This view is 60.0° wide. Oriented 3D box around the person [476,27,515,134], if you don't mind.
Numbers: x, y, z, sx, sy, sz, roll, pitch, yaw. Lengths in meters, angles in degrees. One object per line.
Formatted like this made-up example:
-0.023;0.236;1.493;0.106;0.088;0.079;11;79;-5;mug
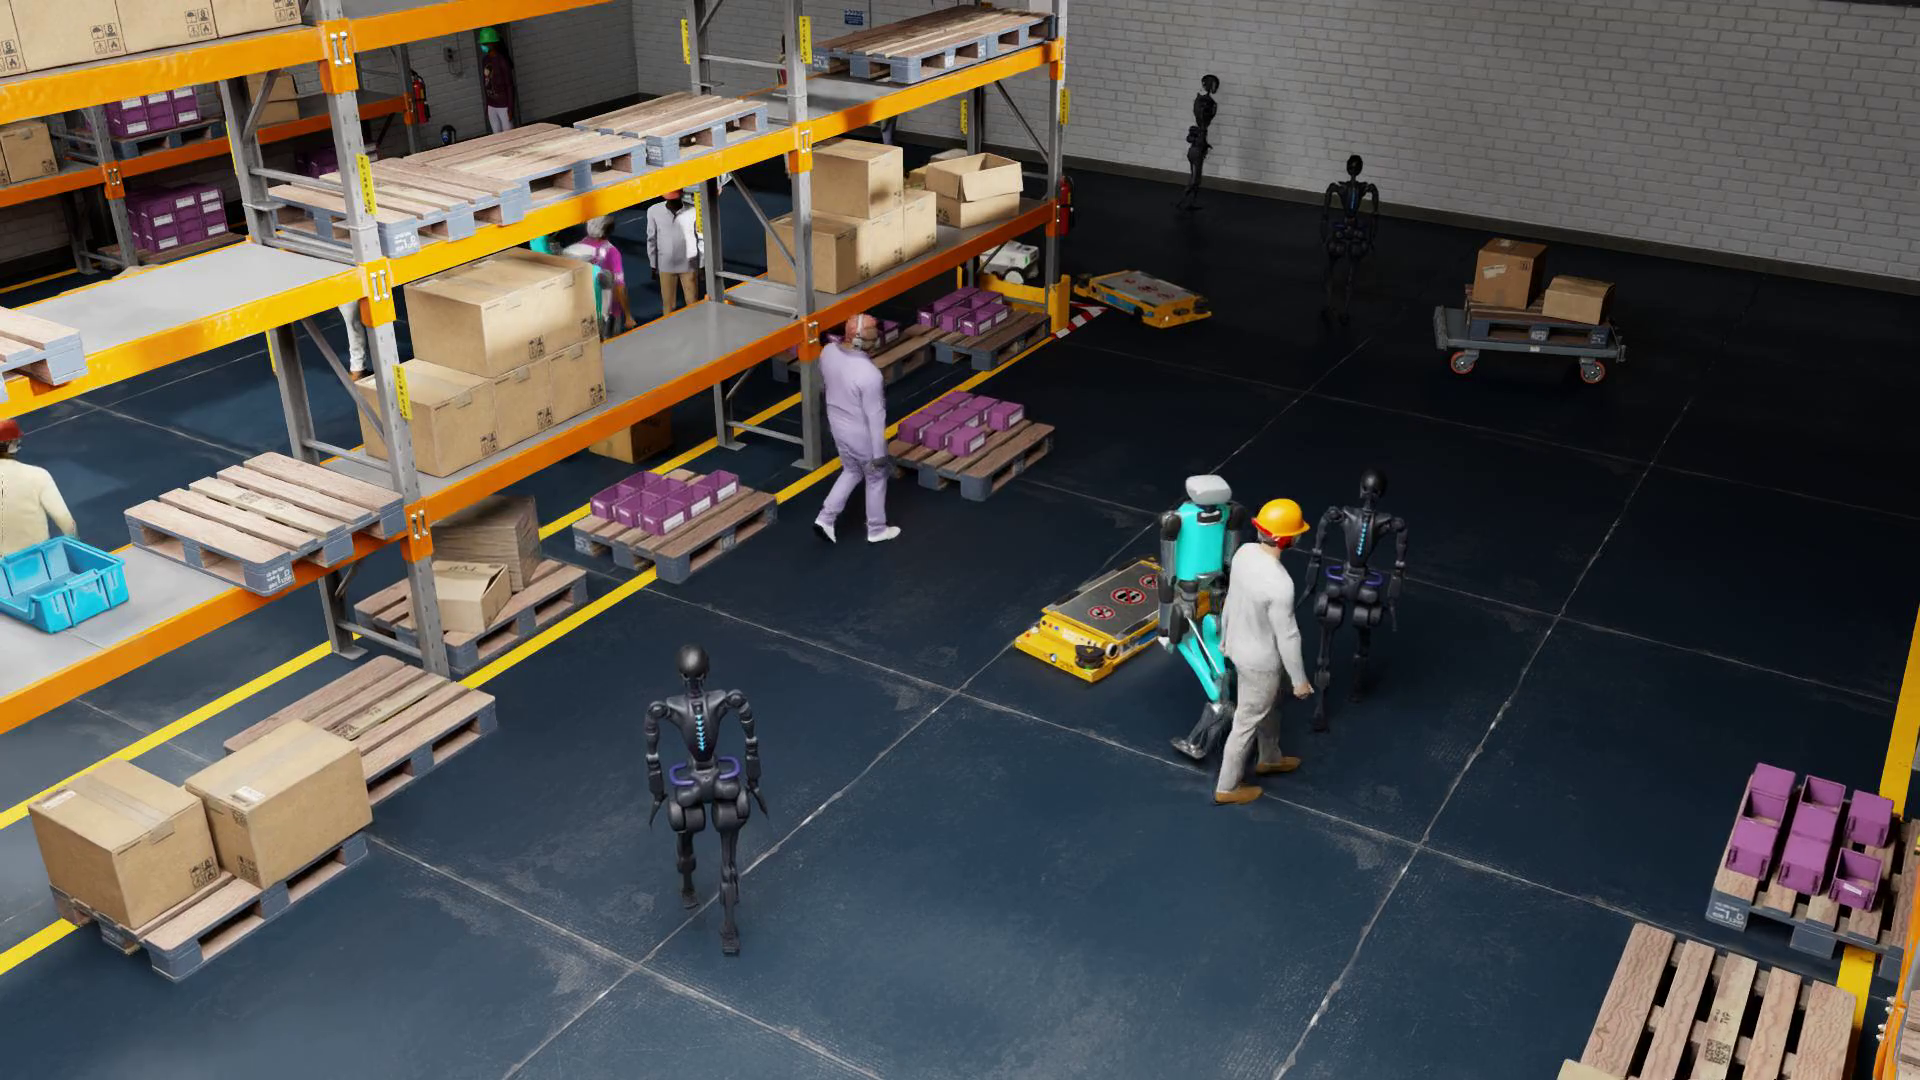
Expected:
-5.910;-5.596;21.370;0.497;1.948;0.428;18;32;31;person

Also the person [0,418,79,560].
-5.943;-0.004;10.612;0.603;1.704;0.850;-1;27;-2;person

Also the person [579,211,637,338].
-3.063;-2.028;14.457;0.552;1.833;0.415;21;34;35;person

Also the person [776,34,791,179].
-2.162;-5.620;21.535;0.431;1.845;0.620;-4;27;-8;person

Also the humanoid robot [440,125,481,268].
-5.345;-3.630;17.855;0.599;1.629;0.795;-2;27;-4;humanoid robot

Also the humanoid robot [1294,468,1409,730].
2.346;0.323;10.044;0.620;1.640;0.645;6;28;12;humanoid robot

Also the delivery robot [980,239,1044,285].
0.483;-2.992;17.763;0.777;0.581;0.499;13;30;24;delivery robot

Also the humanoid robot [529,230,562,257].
-3.506;-2.249;15.140;0.766;1.879;0.557;-21;34;-36;humanoid robot

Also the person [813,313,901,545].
-0.718;-0.774;11.955;0.662;1.863;0.661;-23;35;-38;person

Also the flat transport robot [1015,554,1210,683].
1.086;0.506;11.201;0.659;0.231;1.431;23;35;37;flat transport robot

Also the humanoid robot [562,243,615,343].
-3.161;-1.468;13.504;0.549;1.746;1.051;11;29;20;humanoid robot

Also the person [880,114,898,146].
-0.932;-5.351;21.231;0.276;1.631;0.504;4;27;7;person

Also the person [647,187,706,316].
-2.663;-2.607;15.703;0.560;1.742;0.335;-1;27;-3;person

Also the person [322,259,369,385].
-5.405;-2.314;14.921;0.627;1.934;0.371;5;27;10;person

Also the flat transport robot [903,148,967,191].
-0.282;-3.593;19.278;1.431;0.231;0.659;20;33;34;flat transport robot

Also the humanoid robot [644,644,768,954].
-1.262;1.222;8.255;0.587;1.632;0.670;-7;28;-13;humanoid robot

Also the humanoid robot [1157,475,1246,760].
1.458;0.595;9.509;0.558;1.886;0.730;-11;29;-21;humanoid robot

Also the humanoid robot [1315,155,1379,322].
3.865;-3.011;16.573;0.613;1.646;0.366;2;27;3;humanoid robot

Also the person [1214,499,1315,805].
1.765;0.613;9.218;0.758;1.870;0.597;-7;28;-13;person

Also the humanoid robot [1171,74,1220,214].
2.841;-4.781;20.071;0.466;1.646;0.610;7;28;13;humanoid robot

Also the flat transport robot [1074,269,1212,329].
1.870;-2.501;17.126;0.659;0.231;1.431;-17;32;-30;flat transport robot
